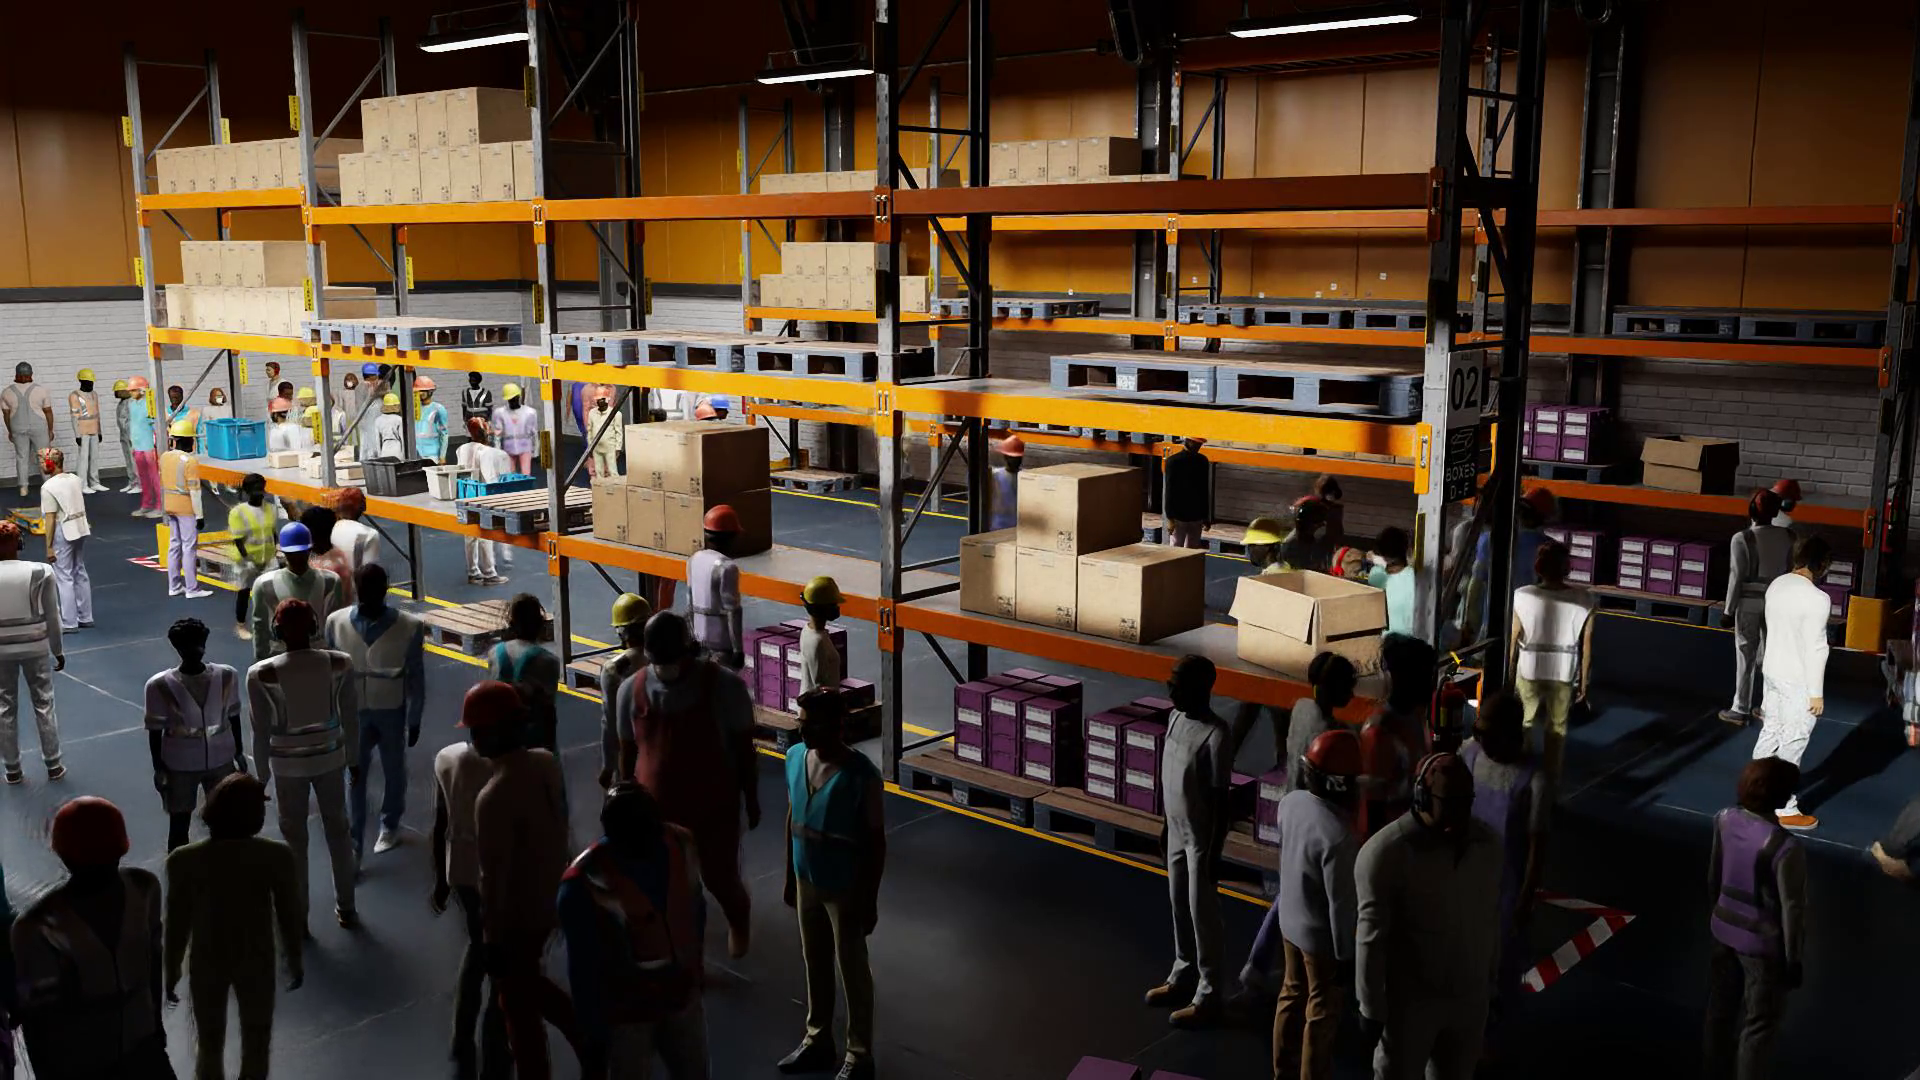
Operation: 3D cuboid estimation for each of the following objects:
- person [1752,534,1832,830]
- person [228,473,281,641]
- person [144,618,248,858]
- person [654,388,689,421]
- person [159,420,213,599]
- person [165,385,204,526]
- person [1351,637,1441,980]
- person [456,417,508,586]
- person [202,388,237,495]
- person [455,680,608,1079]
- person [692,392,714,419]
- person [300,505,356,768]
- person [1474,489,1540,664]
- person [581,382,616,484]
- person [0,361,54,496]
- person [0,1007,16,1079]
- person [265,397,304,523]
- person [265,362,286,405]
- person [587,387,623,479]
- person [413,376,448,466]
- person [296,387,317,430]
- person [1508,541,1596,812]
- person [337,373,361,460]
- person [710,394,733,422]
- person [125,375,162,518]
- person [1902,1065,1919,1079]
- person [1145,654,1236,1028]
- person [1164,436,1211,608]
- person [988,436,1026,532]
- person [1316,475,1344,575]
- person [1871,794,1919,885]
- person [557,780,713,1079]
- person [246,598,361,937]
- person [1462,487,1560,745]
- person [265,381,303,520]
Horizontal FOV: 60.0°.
[{"bbox_3d":[5.428,0.918,10.834,0.367,1.932,0.622,0,10,2],"label":"person"},{"bbox_3d":[-6.649,0.183,15.752,0.863,1.642,0.530,8,13,37],"label":"person"},{"bbox_3d":[-4.342,1.269,9.488,0.540,1.695,0.317,-9,13,-41],"label":"person"},{"bbox_3d":[-4.584,-1.820,26.465,0.568,1.878,0.351,1,10,5],"label":"person"},{"bbox_3d":[-8.347,-0.331,17.925,0.584,1.918,0.409,6,12,30],"label":"person"},{"bbox_3d":[-10.512,-1.134,22.450,0.590,1.918,0.389,-4,11,-23],"label":"person"},{"bbox_3d":[2.102,1.407,7.996,0.431,1.945,0.626,7,12,34],"label":"person"},{"bbox_3d":[-5.359,-0.431,18.574,0.572,1.883,0.355,7,12,36],"label":"person"},{"bbox_3d":[-11.292,-1.510,25.380,0.264,1.632,0.507,8,13,36],"label":"person"},{"bbox_3d":[-1.821,1.565,7.049,0.636,1.968,0.658,1,10,8],"label":"person"},{"bbox_3d":[-3.847,-1.588,24.989,0.420,1.933,0.616,-5,11,-25],"label":"person"},{"bbox_3d":[-4.540,0.724,12.045,0.388,1.907,0.644,-4,11,-20],"label":"person"},{"bbox_3d":[4.837,0.225,14.742,0.649,1.927,0.565,-2,10,-13],"label":"person"},{"bbox_3d":[-5.658,-1.807,26.310,0.406,1.902,0.636,9,13,42],"label":"person"},{"bbox_3d":[-14.131,-1.697,25.284,0.682,2.000,0.537,-3,10,-16],"label":"person"},{"bbox_3d":[-3.272,2.001,5.513,0.309,1.640,0.513,-5,11,-26],"label":"person"},{"bbox_3d":[-8.350,-0.810,20.605,0.449,1.917,0.553,1,10,7],"label":"person"},{"bbox_3d":[-11.464,-2.086,28.036,0.567,1.844,0.377,8,13,37],"label":"person"},{"bbox_3d":[-5.163,-1.348,24.124,0.568,1.751,0.329,3,11,19],"label":"person"},{"bbox_3d":[-7.151,-1.182,22.366,0.605,2.045,0.383,6,12,29],"label":"person"},{"bbox_3d":[-9.431,-1.349,24.159,0.324,1.742,0.492,-6,12,-33],"label":"person"},{"bbox_3d":[3.899,0.923,11.070,0.564,1.836,0.413,2,10,10],"label":"person"},{"bbox_3d":[-10.328,-2.029,28.310,0.498,1.634,0.284,-1,10,-7],"label":"person"},{"bbox_3d":[-3.022,-0.847,20.747,0.404,1.943,0.612,-4,11,-23],"label":"person"},{"bbox_3d":[-11.362,-1.301,23.182,0.622,1.990,0.402,6,12,30],"label":"person"},{"bbox_3d":[4.318,1.648,6.876,0.951,1.872,0.649,1,10,4],"label":"person"},{"bbox_3d":[1.135,1.447,8.102,0.341,1.840,0.505,-4,11,-21],"label":"person"},{"bbox_3d":[2.371,-0.249,17.254,0.610,1.986,0.393,-8,13,-38],"label":"person"},{"bbox_3d":[0.551,-0.056,16.357,0.571,1.913,0.780,-3,10,-16],"label":"person"},{"bbox_3d":[3.470,0.169,15.938,0.594,1.601,0.455,-8,13,-36],"label":"person"},{"bbox_3d":[5.847,1.069,9.647,0.691,2.000,0.789,-7,12,-33],"label":"person"},{"bbox_3d":[-1.230,1.764,6.407,0.663,1.802,0.453,-10,14,-44],"label":"person"},{"bbox_3d":[-3.581,1.240,9.130,0.576,1.883,0.355,-7,12,-33],"label":"person"},{"bbox_3d":[4.120,0.608,12.413,0.687,1.991,0.714,3,11,17],"label":"person"},{"bbox_3d":[-9.383,-1.251,23.125,0.390,1.914,0.587,2,10,14],"label":"person"}]
